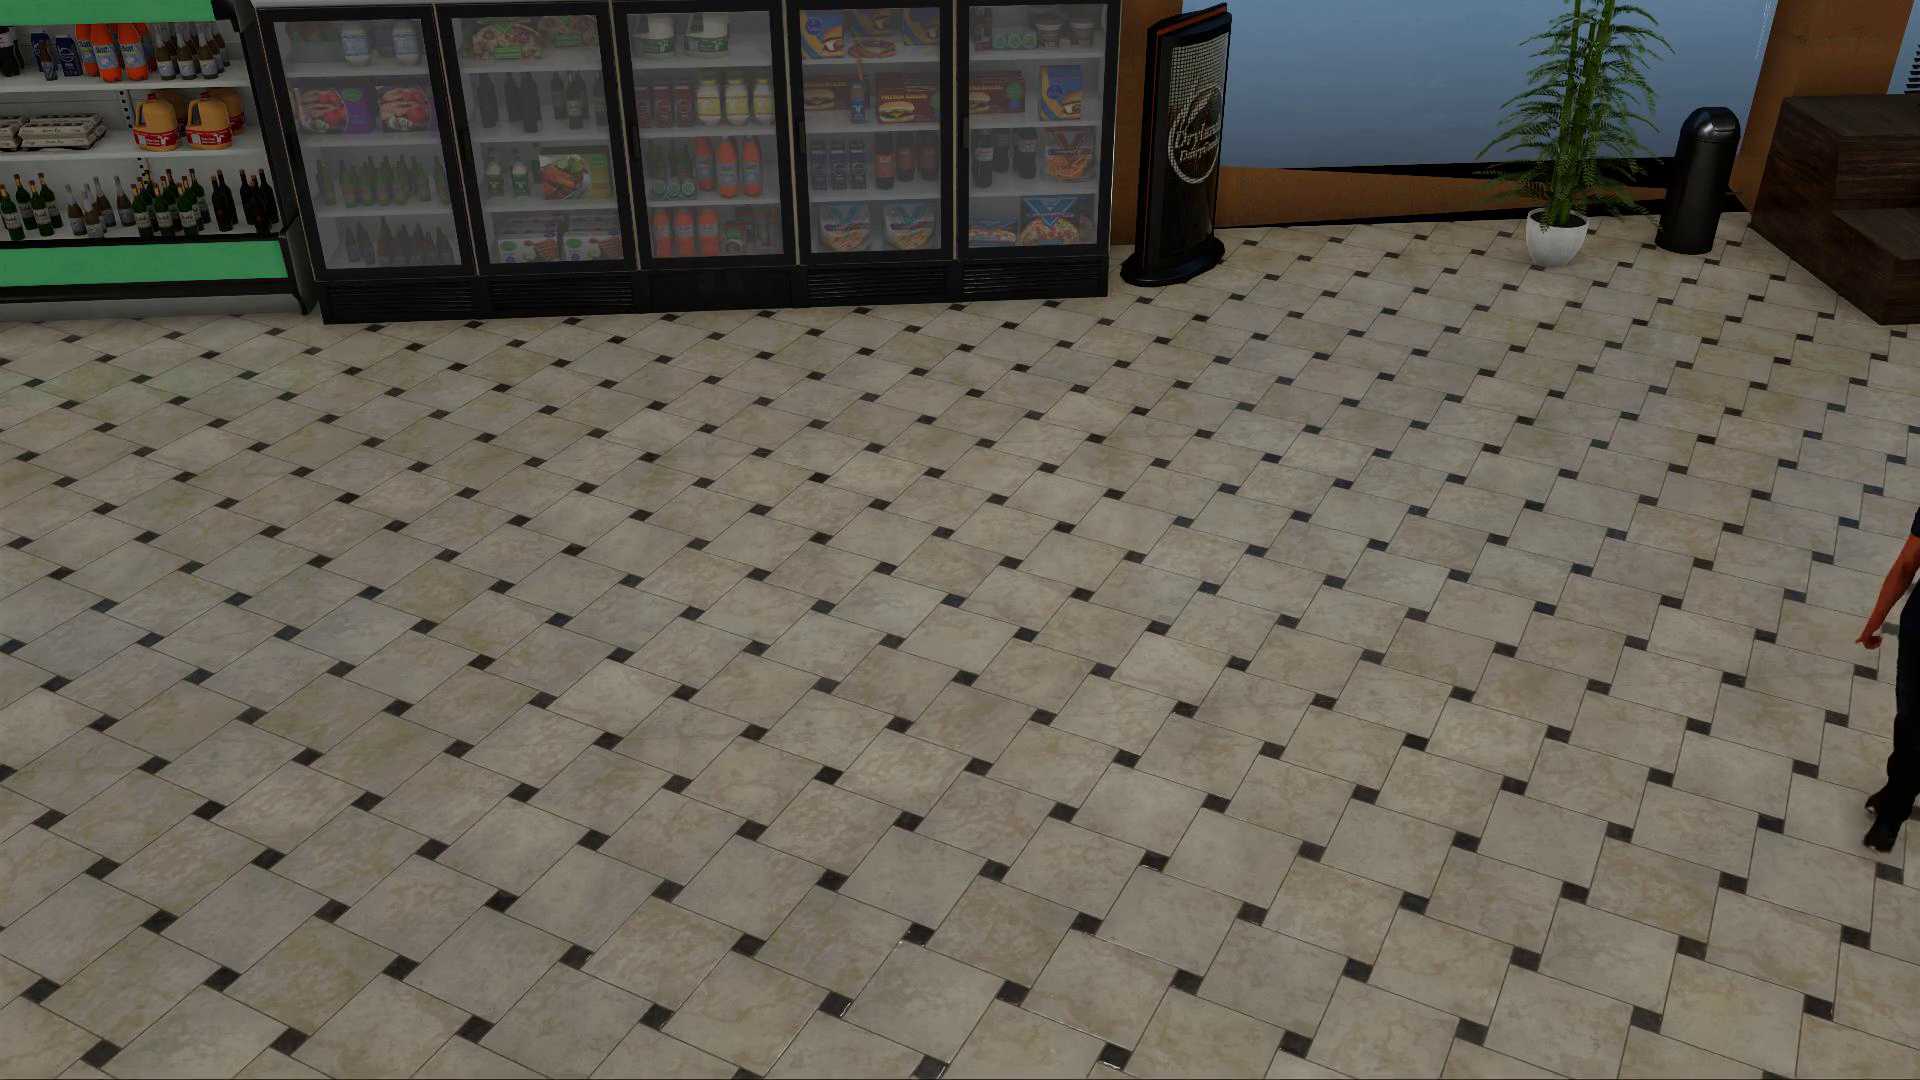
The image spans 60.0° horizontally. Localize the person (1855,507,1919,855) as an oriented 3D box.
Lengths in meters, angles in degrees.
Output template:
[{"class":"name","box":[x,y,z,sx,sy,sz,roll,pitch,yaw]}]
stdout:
[{"class":"person","box":[3.774,0.335,6.264,0.917,1.776,0.856,-21,38,-30]}]
